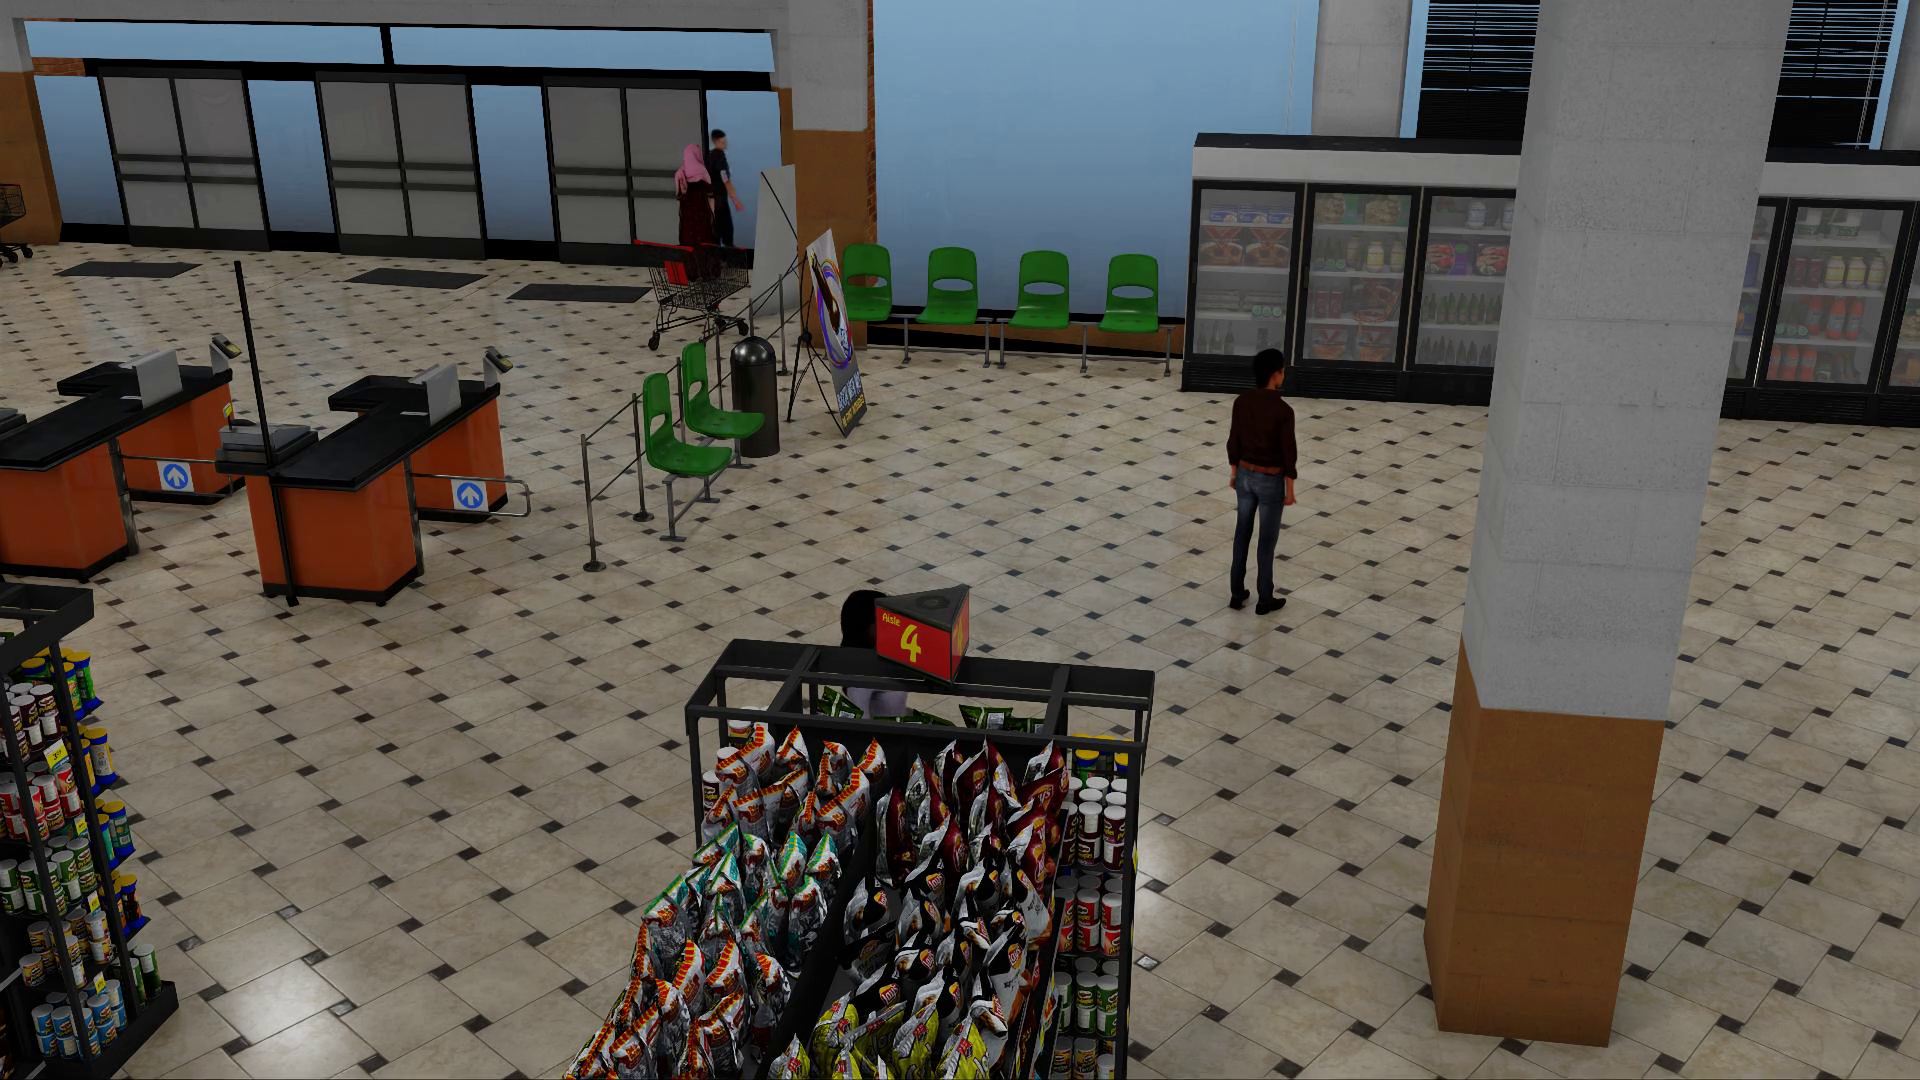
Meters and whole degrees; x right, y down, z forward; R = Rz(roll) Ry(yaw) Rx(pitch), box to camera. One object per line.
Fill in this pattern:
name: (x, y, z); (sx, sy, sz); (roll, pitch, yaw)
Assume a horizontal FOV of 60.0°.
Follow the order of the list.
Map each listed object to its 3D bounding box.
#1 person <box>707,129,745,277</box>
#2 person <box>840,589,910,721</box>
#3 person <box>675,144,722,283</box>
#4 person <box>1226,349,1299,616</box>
person: (-2.915, -4.076, 20.155); (0.860, 1.737, 0.764); (-10, 24, -24)
person: (-0.412, 1.029, 7.454); (0.658, 1.734, 0.449); (3, 22, 9)
person: (-3.152, -3.908, 19.869); (0.674, 1.639, 0.617); (6, 23, 15)
person: (1.965, -0.378, 10.898); (0.716, 1.777, 0.702); (18, 28, 37)
